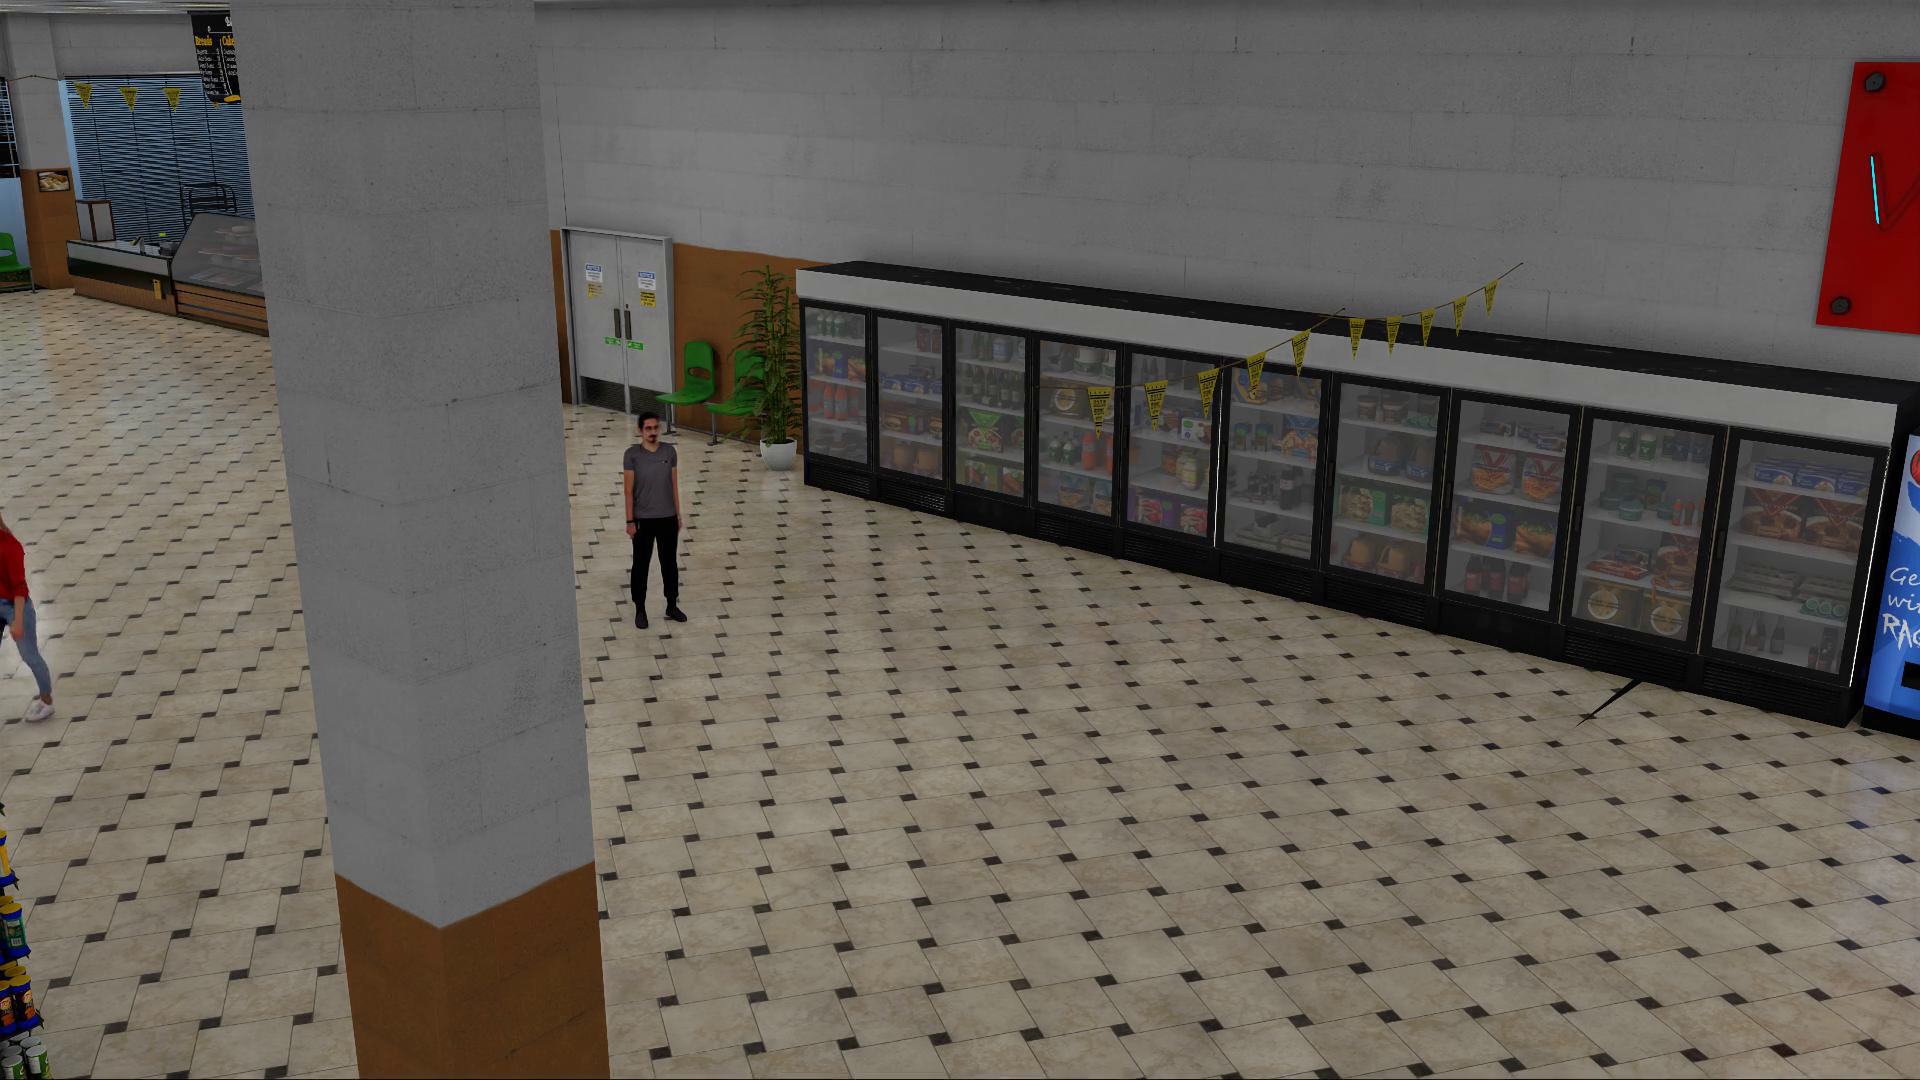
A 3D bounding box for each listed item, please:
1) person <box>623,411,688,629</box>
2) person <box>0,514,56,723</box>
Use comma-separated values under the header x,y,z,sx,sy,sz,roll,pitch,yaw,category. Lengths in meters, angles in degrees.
x,y,z,sx,sy,sz,roll,pitch,yaw,category
-2.478,-0.188,13.460,0.601,1.755,0.749,-9,19,-28,person
-6.446,0.492,11.368,0.944,1.670,1.146,4,17,12,person
